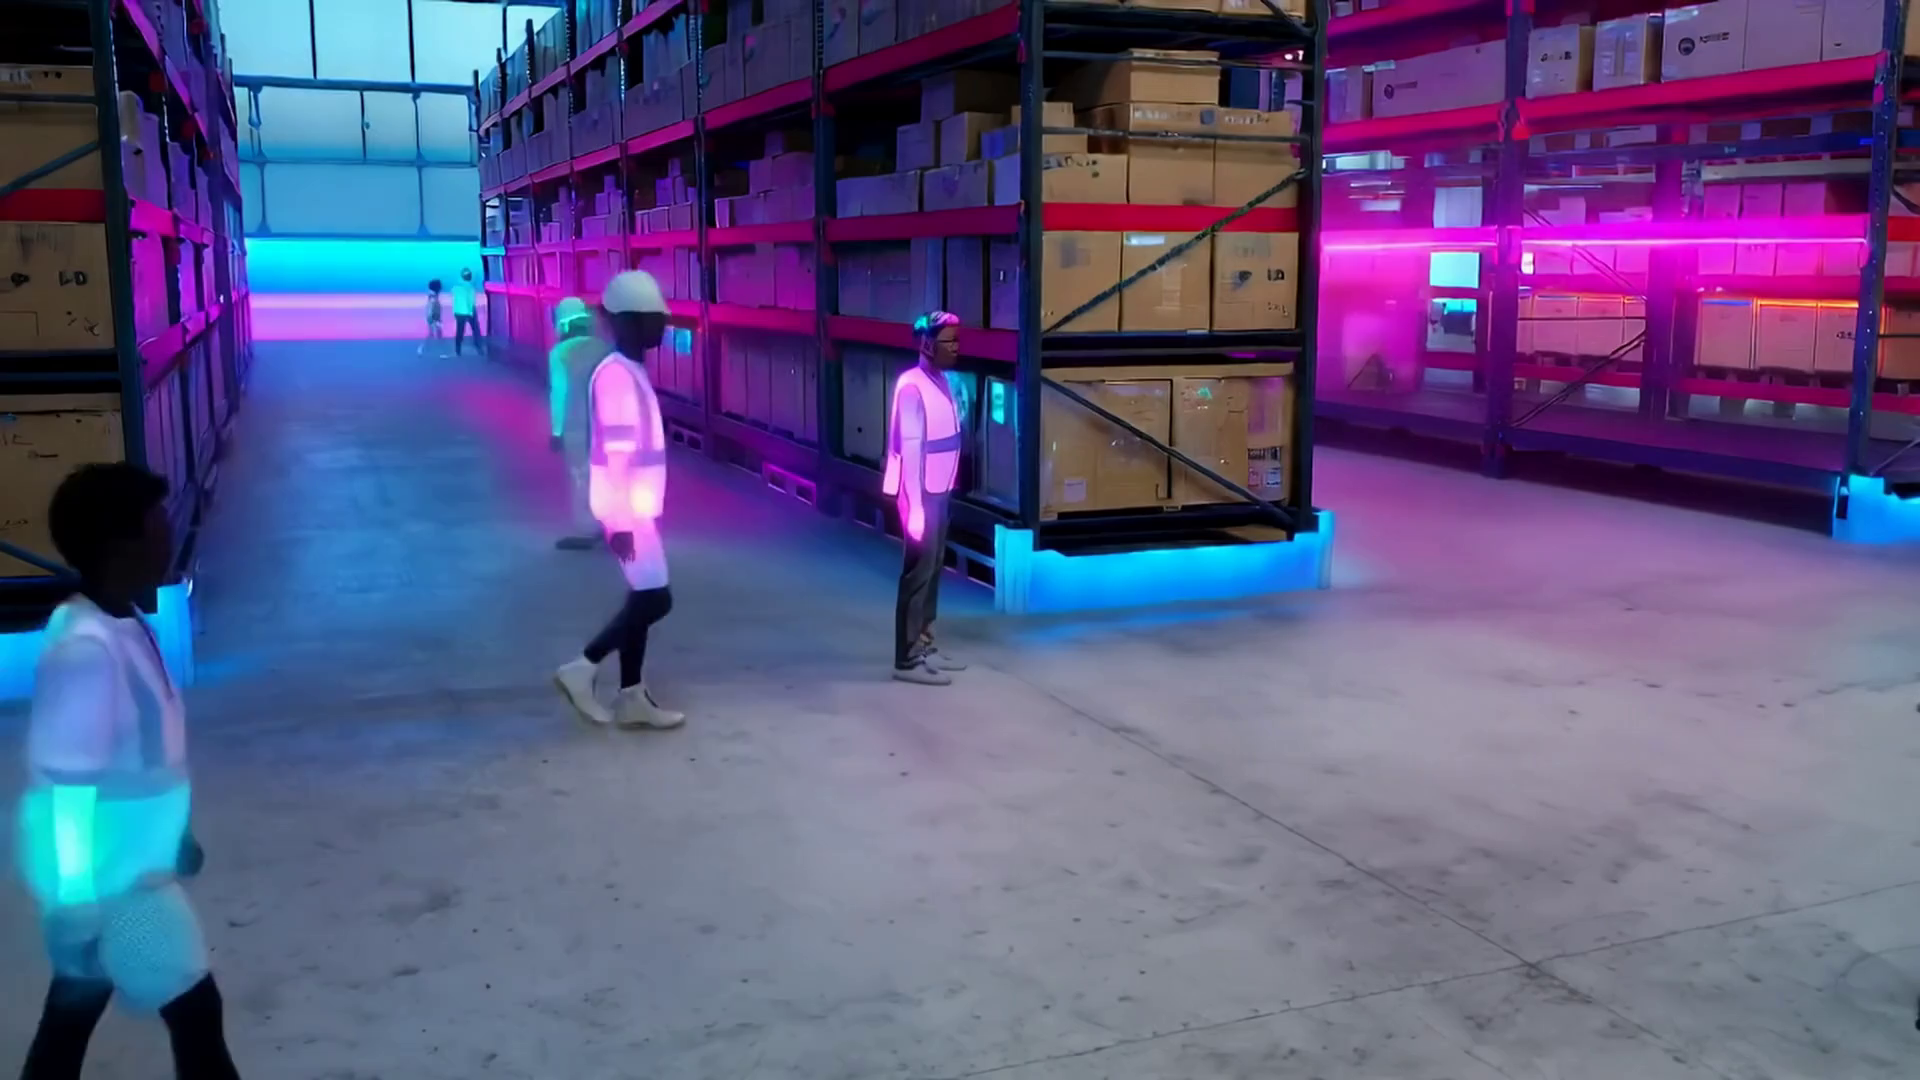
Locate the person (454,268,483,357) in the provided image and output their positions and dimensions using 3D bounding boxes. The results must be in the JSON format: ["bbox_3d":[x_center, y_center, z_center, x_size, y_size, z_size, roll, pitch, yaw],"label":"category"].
[{"bbox_3d":[-10.790,-4.982,36.493,0.700,1.942,0.827,5,11,28],"label":"person"}]

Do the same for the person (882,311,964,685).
[{"bbox_3d":[-0.184,-0.208,8.245,0.382,1.837,0.566,2,10,12],"label":"person"}]

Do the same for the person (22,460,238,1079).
[{"bbox_3d":[-1.669,0.660,3.521,0.814,1.656,0.551,-4,10,-22],"label":"person"}]

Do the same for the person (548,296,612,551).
[{"bbox_3d":[-2.760,-0.840,12.034,0.403,1.827,0.599,5,11,30],"label":"person"}]

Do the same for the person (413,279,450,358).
[{"bbox_3d":[-11.467,-4.774,35.941,0.709,1.717,0.571,-3,10,-15],"label":"person"}]

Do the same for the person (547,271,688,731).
[{"bbox_3d":[-1.463,-0.141,7.225,0.517,2.033,0.620,-1,10,-6],"label":"person"}]
